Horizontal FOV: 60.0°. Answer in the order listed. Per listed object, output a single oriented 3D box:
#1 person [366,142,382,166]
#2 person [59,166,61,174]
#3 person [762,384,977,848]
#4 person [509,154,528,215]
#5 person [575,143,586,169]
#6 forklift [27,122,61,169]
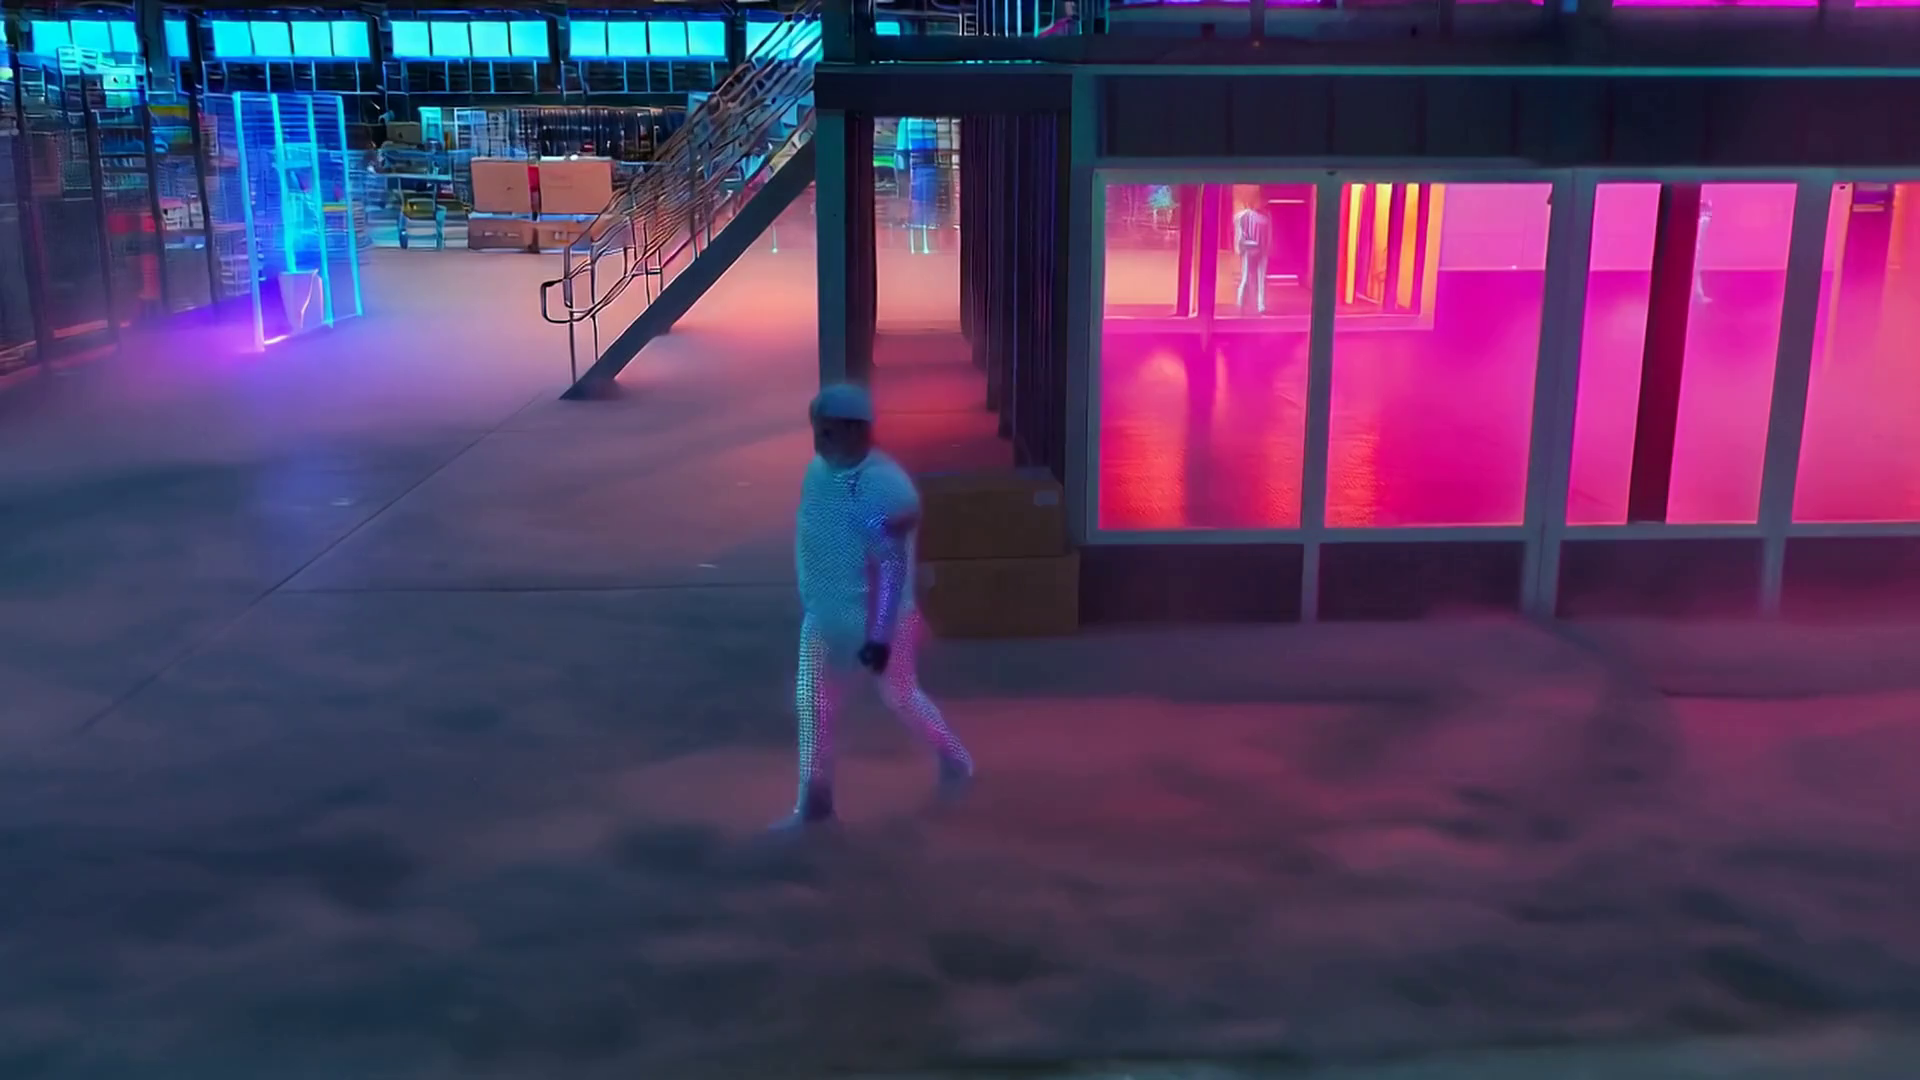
[{"bbox_3d":[-27.891,-17.998,79.248,0.629,1.893,0.986,-13,19,-42],"label":"person"},{"bbox_3d":[-31.247,-12.388,57.399,0.285,1.625,0.496,8,16,28],"label":"person"},{"bbox_3d":[-0.329,0.269,6.468,0.914,1.804,0.626,-12,18,-39],"label":"person"},{"bbox_3d":[-11.372,-8.828,42.407,0.868,2.007,0.629,0,14,1],"label":"person"},{"bbox_3d":[-18.781,-18.756,82.469,0.616,1.808,0.491,0,14,1],"label":"person"},{"bbox_3d":[-35.376,-14.773,64.377,1.129,2.768,1.873,-1,14,-2],"label":"forklift"}]
